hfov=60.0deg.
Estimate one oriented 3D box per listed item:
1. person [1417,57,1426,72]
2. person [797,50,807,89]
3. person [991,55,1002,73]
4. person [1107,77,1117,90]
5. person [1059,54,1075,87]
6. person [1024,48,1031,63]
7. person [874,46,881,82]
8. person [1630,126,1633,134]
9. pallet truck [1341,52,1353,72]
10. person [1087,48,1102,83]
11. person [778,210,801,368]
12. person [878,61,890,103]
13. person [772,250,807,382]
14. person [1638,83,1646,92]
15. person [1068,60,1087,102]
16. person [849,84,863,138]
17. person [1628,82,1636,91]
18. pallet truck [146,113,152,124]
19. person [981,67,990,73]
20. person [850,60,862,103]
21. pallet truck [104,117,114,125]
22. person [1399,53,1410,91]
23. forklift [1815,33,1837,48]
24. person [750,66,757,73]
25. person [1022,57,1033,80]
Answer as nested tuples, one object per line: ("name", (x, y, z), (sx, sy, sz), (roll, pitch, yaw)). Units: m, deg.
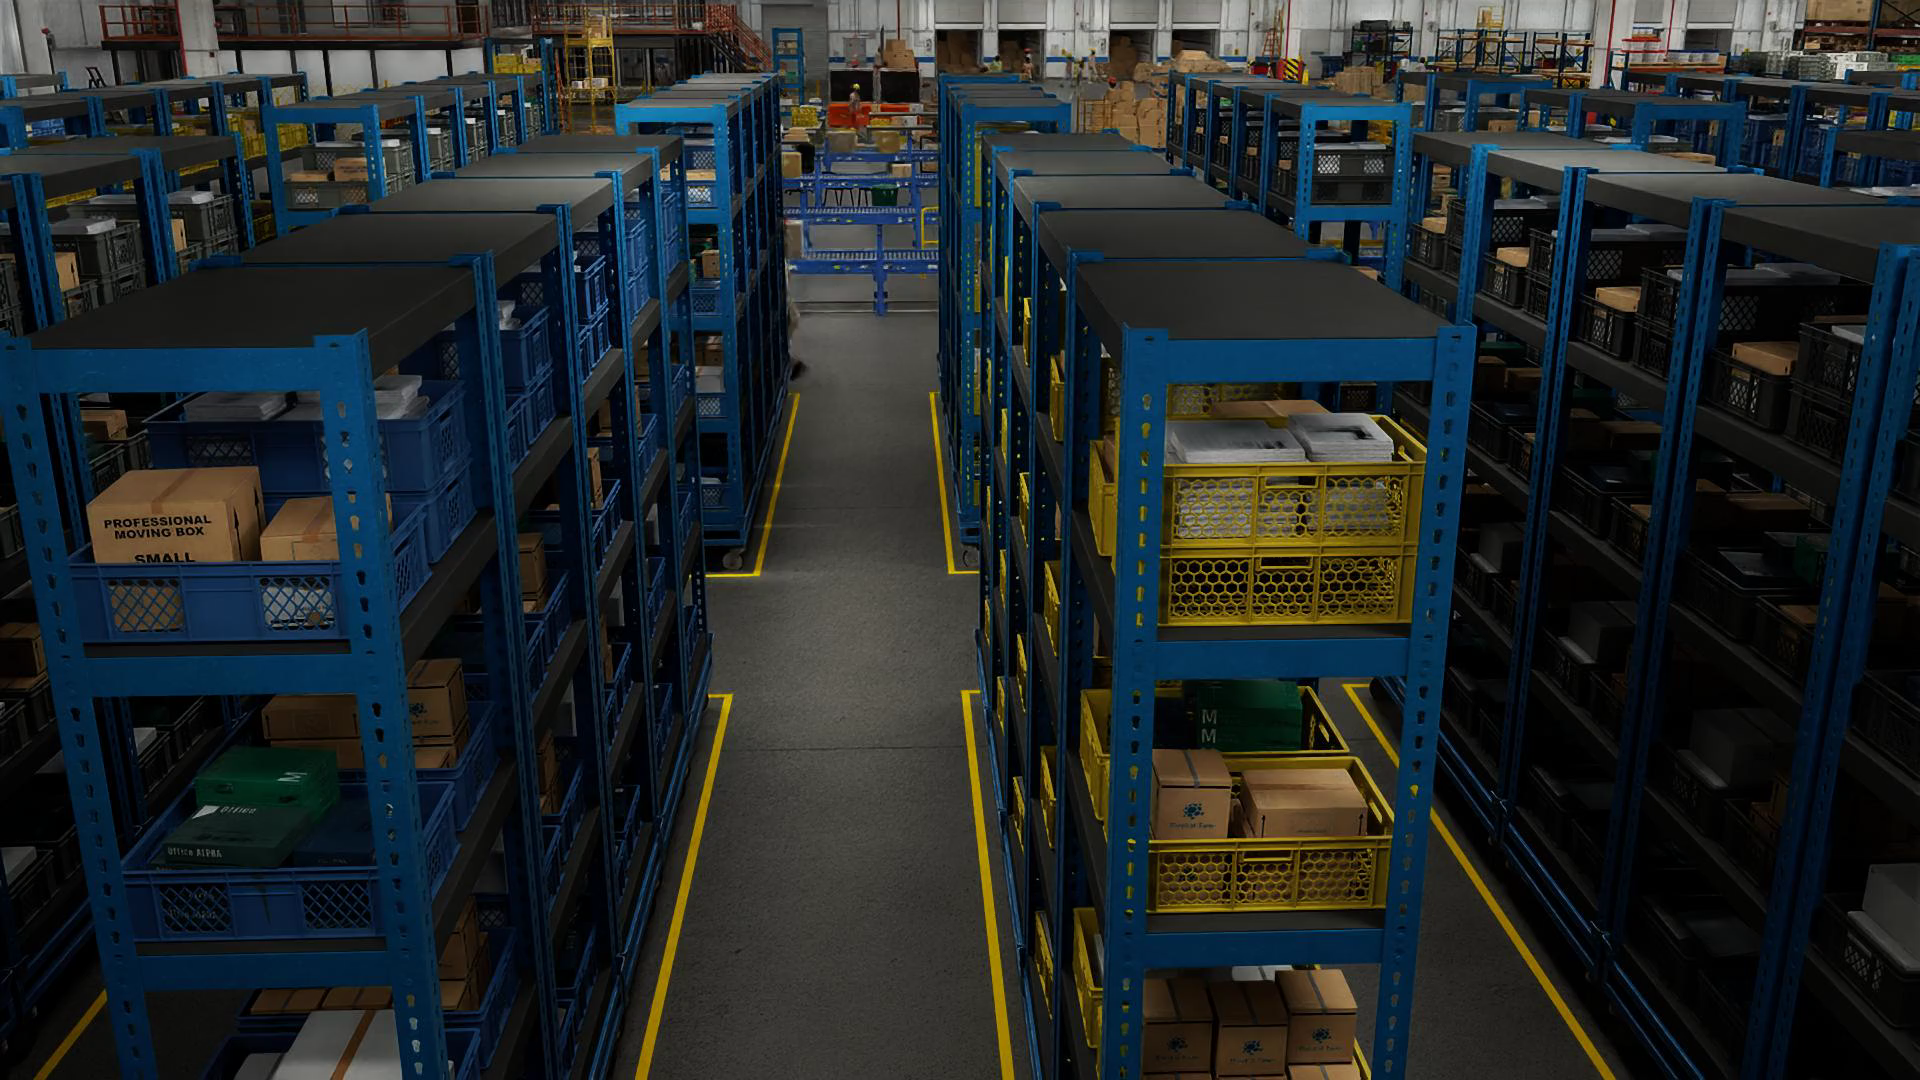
("person", (21.788, -21.860, 78.575), (0.429, 1.841, 0.633), (1, 18, 4))
("person", (-8.175, -24.366, 86.151), (0.377, 1.950, 0.610), (10, 20, 27))
("person", (1.814, -23.294, 83.046), (0.640, 1.822, 0.561), (-12, 22, -33))
("person", (5.036, -14.383, 55.278), (0.361, 1.939, 0.542), (6, 19, 18))
("person", (5.682, -24.823, 87.916), (0.843, 1.736, 0.529), (-4, 18, -12))
("person", (3.627, -26.224, 91.987), (0.917, 1.896, 0.554), (4, 18, 12))
("person", (-4.532, -26.721, 93.435), (0.431, 1.954, 0.658), (-15, 24, -40))
("person", (19.784, -12.200, 48.911), (0.532, 1.698, 0.319), (15, 23, 38))
("pallet truck", (18.794, -23.123, 82.231), (0.823, 1.965, 1.885), (-13, 22, -35))
("person", (7.444, -26.303, 92.266), (0.947, 1.873, 0.609), (15, 23, 39))
("person", (-2.134, -2.980, 19.927), (0.584, 1.974, 0.659), (3, 18, 9))
("person", (-3.214, -19.311, 70.561), (0.587, 1.928, 0.654), (-12, 21, -32))
("person", (-2.111, -2.623, 19.076), (0.510, 1.820, 0.596), (1, 18, 4))
("person", (32.835, -22.300, 79.953), (0.512, 1.840, 0.340), (12, 21, 33))
("person", (5.306, -20.650, 74.824), (0.781, 1.852, 0.532), (2, 18, 7))
("person", (-3.387, -14.177, 54.972), (0.837, 1.726, 0.537), (9, 20, 25))
("person", (26.057, -17.479, 64.862), (0.542, 1.938, 0.357), (-1, 18, -4))
("pallet truck", (-18.087, -8.309, 36.390), (1.885, 1.965, 0.823), (-1, 18, -4))
("person", (0.981, -16.896, 62.894), (1.014, 2.000, 0.720), (4, 18, 11))
("person", (-4.297, -18.735, 68.605), (0.630, 2.042, 0.558), (16, 24, 41))
("pallet truck", (-18.367, -7.885, 35.078), (1.885, 1.965, 0.823), (1, 18, 2))
("person", (22.493, -23.689, 84.258), (0.681, 1.849, 0.594), (-15, 23, -39))
("forklift", (44.522, -24.754, 85.865), (1.873, 2.768, 1.129), (-17, 24, -41))
("person", (-8.281, -17.850, 66.106), (0.612, 1.876, 0.594), (-5, 19, -16))
("person", (3.431, -23.567, 84.153), (0.551, 1.647, 0.870), (-3, 18, -9))
